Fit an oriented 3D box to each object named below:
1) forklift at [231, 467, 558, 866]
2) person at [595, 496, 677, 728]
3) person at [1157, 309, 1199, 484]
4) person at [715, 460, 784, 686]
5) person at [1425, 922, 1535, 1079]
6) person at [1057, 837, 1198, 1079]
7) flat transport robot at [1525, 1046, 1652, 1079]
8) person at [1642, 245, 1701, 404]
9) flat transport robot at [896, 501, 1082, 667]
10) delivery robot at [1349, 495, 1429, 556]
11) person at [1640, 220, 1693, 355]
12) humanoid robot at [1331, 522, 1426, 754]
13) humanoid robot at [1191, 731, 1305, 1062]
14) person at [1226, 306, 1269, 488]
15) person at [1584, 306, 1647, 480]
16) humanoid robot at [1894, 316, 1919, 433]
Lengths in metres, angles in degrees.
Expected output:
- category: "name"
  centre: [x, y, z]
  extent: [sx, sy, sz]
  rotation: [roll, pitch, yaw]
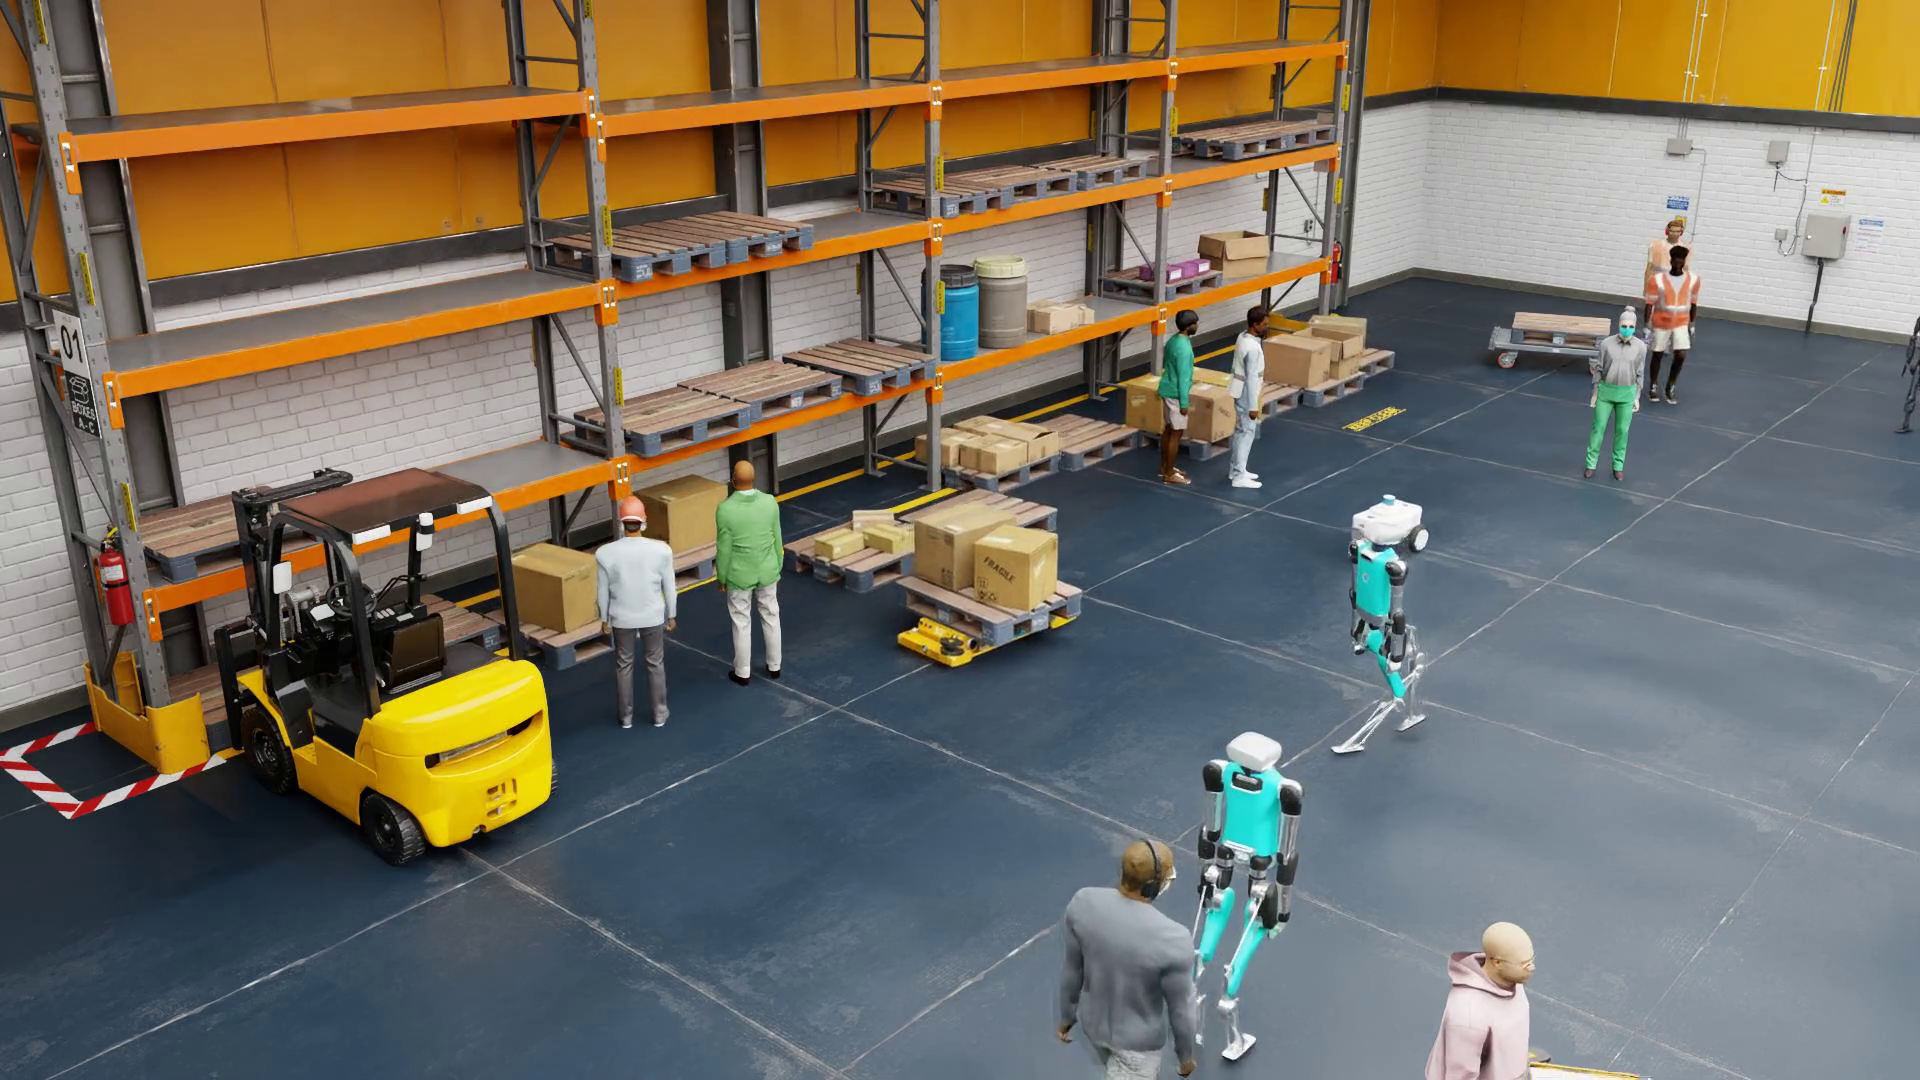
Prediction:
- category: "forklift"
  centre: [-3.730, 0.710, 10.856]
  extent: [2.313, 2.155, 1.214]
  rotation: [17, 26, 38]
- category: "person"
  centre: [-2.329, 0.523, 12.006]
  extent: [0.572, 1.742, 0.352]
  rotation: [-4, 21, -10]
- category: "person"
  centre: [2.254, -1.491, 17.334]
  extent: [0.406, 1.840, 0.489]
  rotation: [-3, 20, -8]
- category: "person"
  centre: [-1.604, 0.253, 12.681]
  extent: [0.539, 1.784, 0.384]
  rotation: [-10, 22, -25]
- category: "person"
  centre: [2.145, 2.360, 6.987]
  extent: [0.408, 1.776, 0.526]
  rotation: [16, 26, 36]
- category: "person"
  centre: [0.726, 2.170, 7.352]
  extent: [0.652, 1.883, 1.013]
  rotation: [16, 26, 37]
- category: "flat transport robot"
  centre: [2.951, 2.897, 7.703]
  extent: [0.659, 0.231, 1.431]
  rotation: [4, 21, 11]
- category: "person"
  centre: [8.613, -2.595, 20.155]
  extent: [0.630, 1.942, 0.645]
  rotation: [4, 21, 12]
- category: "flat transport robot"
  centre: [0.229, 0.676, 13.719]
  extent: [1.431, 0.231, 0.659]
  rotation: [-18, 27, -40]
- category: "delivery robot"
  centre: [3.969, -0.129, 15.467]
  extent: [0.769, 0.580, 0.499]
  rotation: [-17, 26, -39]
- category: "person"
  centre: [9.580, -3.440, 22.609]
  extent: [0.559, 1.839, 0.388]
  rotation: [5, 21, 14]
- category: "humanoid robot"
  centre: [3.114, 0.679, 11.661]
  extent: [1.020, 1.769, 0.535]
  rotation: [-9, 22, -23]
- category: "humanoid robot"
  centre: [1.340, 1.891, 8.342]
  extent: [0.537, 1.815, 0.672]
  rotation: [14, 24, 33]
- category: "person"
  centre: [2.965, -1.480, 17.201]
  extent: [0.399, 1.909, 0.597]
  rotation: [0, 20, -1]
- category: "person"
  centre: [6.883, -1.536, 17.450]
  extent: [0.508, 1.838, 0.340]
  rotation: [6, 21, 15]
- category: "humanoid robot"
  centre: [11.179, -2.025, 19.080]
  extent: [0.742, 1.652, 0.614]
  rotation: [-11, 23, -27]
